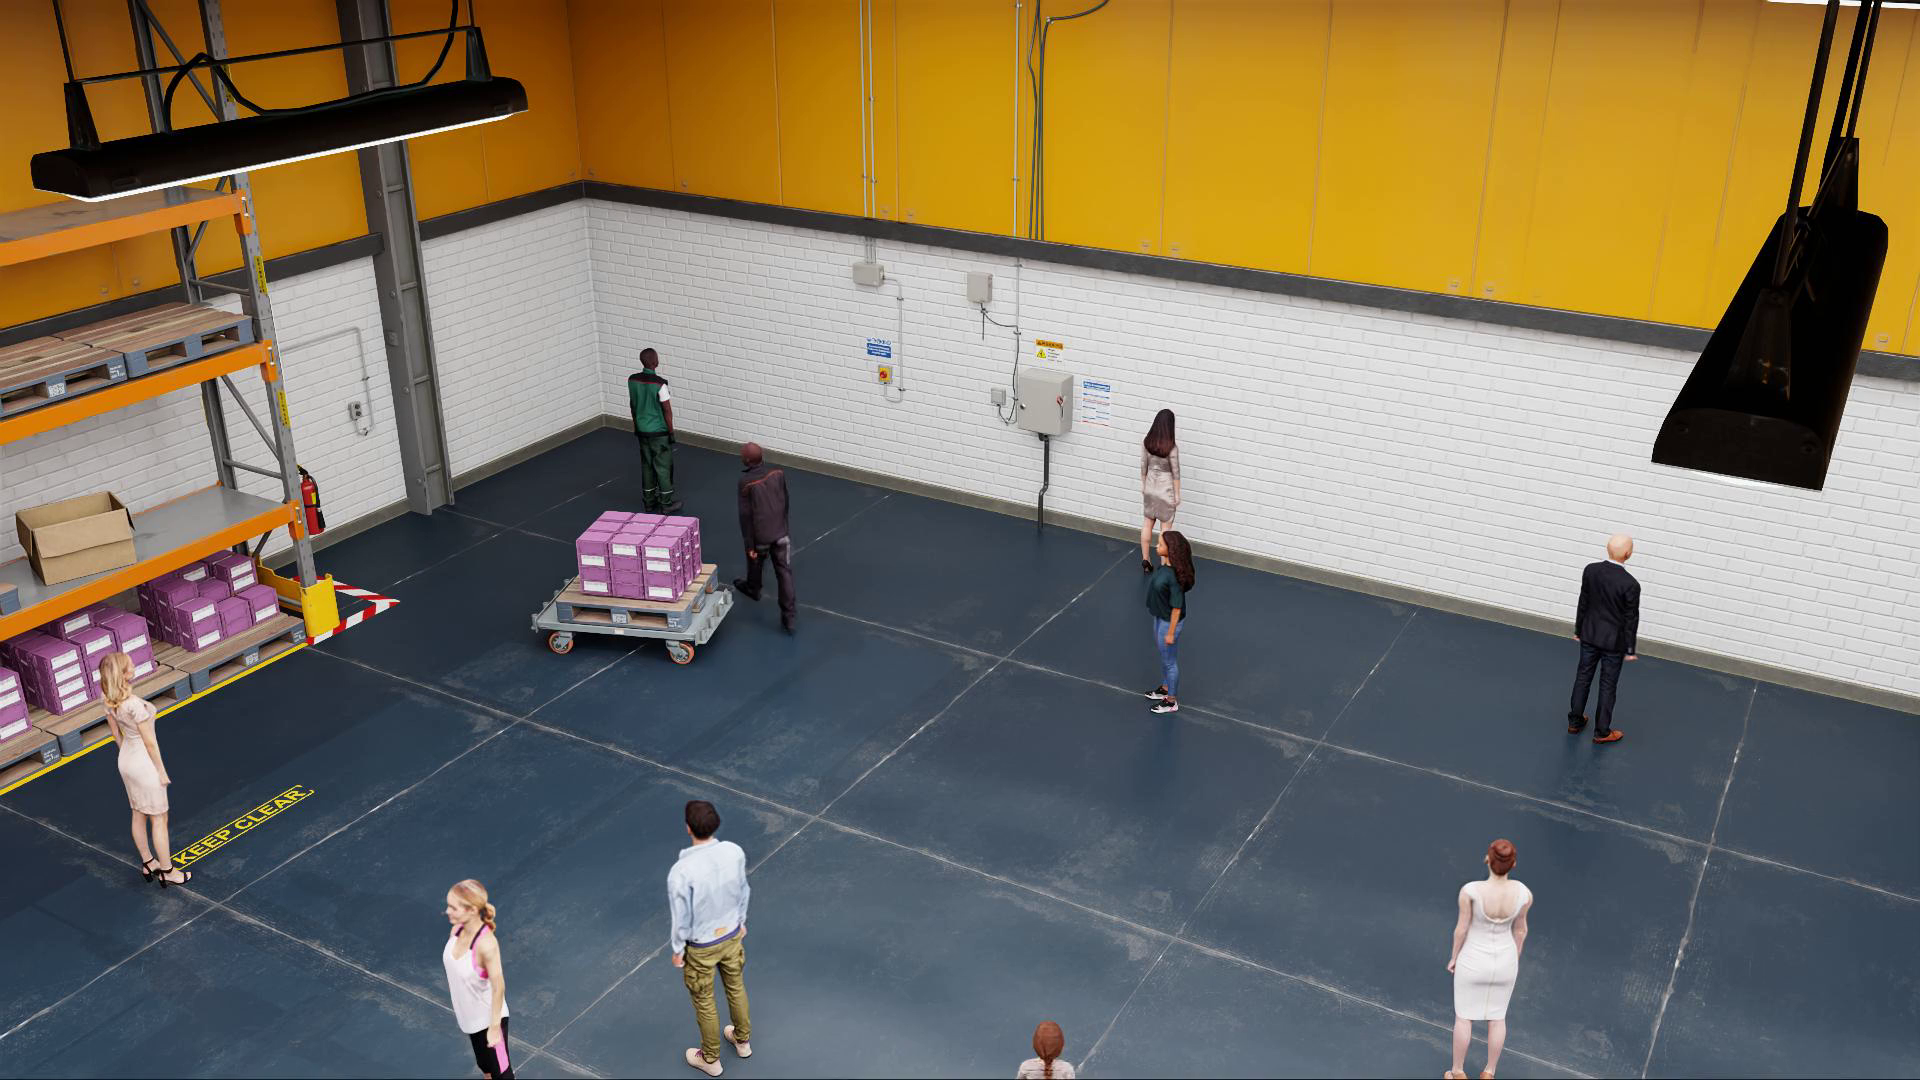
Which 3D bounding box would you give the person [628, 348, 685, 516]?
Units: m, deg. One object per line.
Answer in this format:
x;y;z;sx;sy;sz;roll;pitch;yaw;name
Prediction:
-3.292;-1.176;17.874;0.688;1.840;0.606;11;26;24;person

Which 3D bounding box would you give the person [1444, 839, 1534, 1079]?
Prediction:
3.034;2.468;9.597;0.630;1.793;0.613;2;24;4;person

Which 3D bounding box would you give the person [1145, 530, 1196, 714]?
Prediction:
1.748;0.671;13.927;0.772;1.616;0.690;-1;24;-2;person

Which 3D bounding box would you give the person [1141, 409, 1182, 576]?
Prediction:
1.966;-0.457;16.348;0.628;1.744;0.557;18;30;36;person

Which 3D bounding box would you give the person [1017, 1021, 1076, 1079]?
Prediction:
0.453;3.124;8.867;0.693;1.176;0.824;1;24;3;person

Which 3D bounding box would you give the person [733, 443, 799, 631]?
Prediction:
-1.728;-0.008;15.290;1.283;1.768;1.200;-12;26;-25;person

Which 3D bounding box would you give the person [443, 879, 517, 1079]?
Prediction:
-2.632;2.631;9.230;0.631;1.787;0.669;-19;30;-37;person

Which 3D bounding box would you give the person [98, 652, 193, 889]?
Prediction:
-5.697;1.595;11.547;0.564;1.831;0.485;13;27;27;person

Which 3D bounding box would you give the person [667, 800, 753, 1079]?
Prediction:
-1.477;2.347;9.853;0.611;1.810;0.799;-21;31;-39;person

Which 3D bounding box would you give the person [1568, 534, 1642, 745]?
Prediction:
5.209;0.784;13.441;0.721;1.800;0.762;-18;29;-35;person
